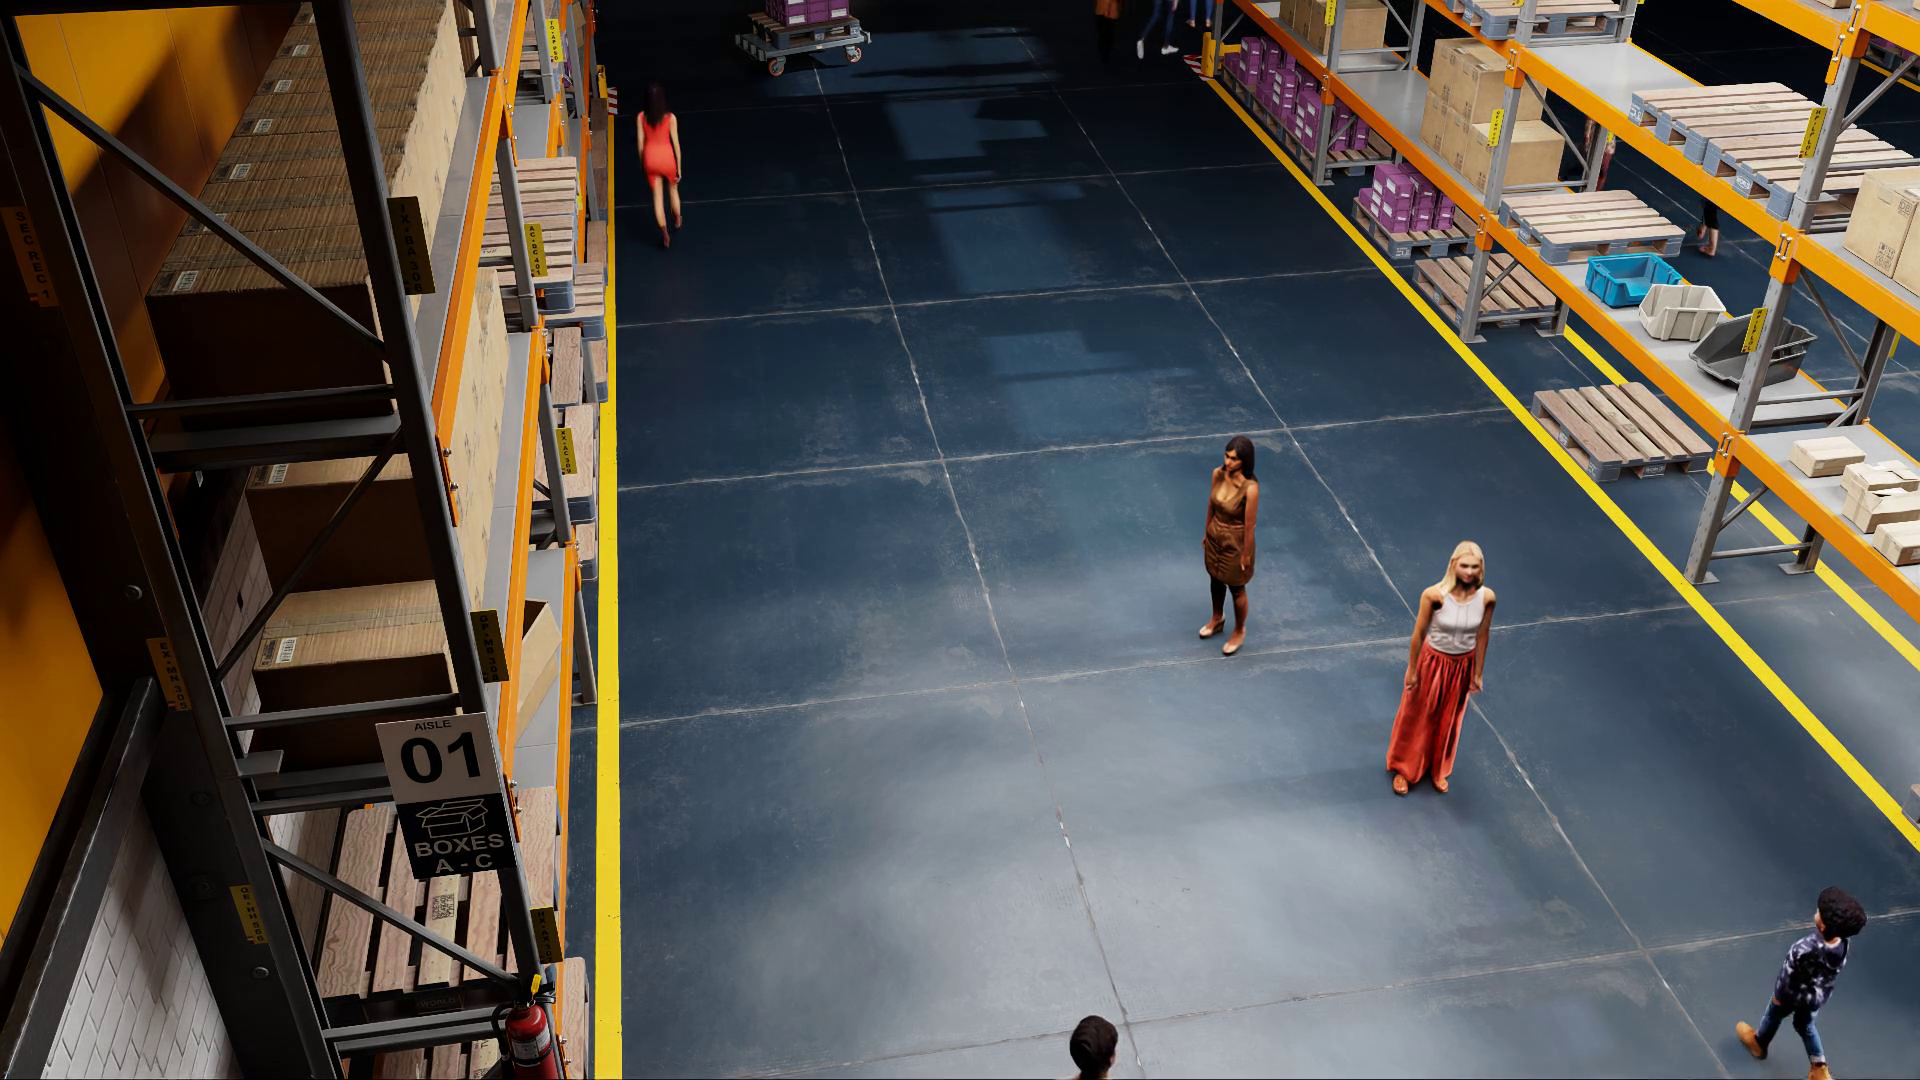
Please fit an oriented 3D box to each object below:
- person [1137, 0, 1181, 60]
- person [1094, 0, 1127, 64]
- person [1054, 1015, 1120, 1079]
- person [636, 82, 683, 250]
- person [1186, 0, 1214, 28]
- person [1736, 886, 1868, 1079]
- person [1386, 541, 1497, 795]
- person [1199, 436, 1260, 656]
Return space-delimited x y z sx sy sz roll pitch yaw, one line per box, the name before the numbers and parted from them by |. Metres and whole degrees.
person | 2.698 -7.253 22.219 1.077 1.706 1.139 -28 43 -35
person | 2.034 -7.276 22.250 0.806 1.712 0.849 11 35 16
person | 0.565 2.712 7.219 0.662 1.717 0.629 4 34 6
person | -3.076 -3.812 17.050 0.580 1.699 0.880 -6 34 -8
person | 3.453 -8.139 23.641 0.630 1.608 0.577 -1 34 -1
person | 4.270 2.261 8.331 0.551 1.237 0.815 -10 35 -14
person | 2.925 0.769 10.064 0.657 1.802 0.622 -1 34 -1
person | 1.832 0.029 11.285 0.695 1.683 0.584 -22 40 -30
